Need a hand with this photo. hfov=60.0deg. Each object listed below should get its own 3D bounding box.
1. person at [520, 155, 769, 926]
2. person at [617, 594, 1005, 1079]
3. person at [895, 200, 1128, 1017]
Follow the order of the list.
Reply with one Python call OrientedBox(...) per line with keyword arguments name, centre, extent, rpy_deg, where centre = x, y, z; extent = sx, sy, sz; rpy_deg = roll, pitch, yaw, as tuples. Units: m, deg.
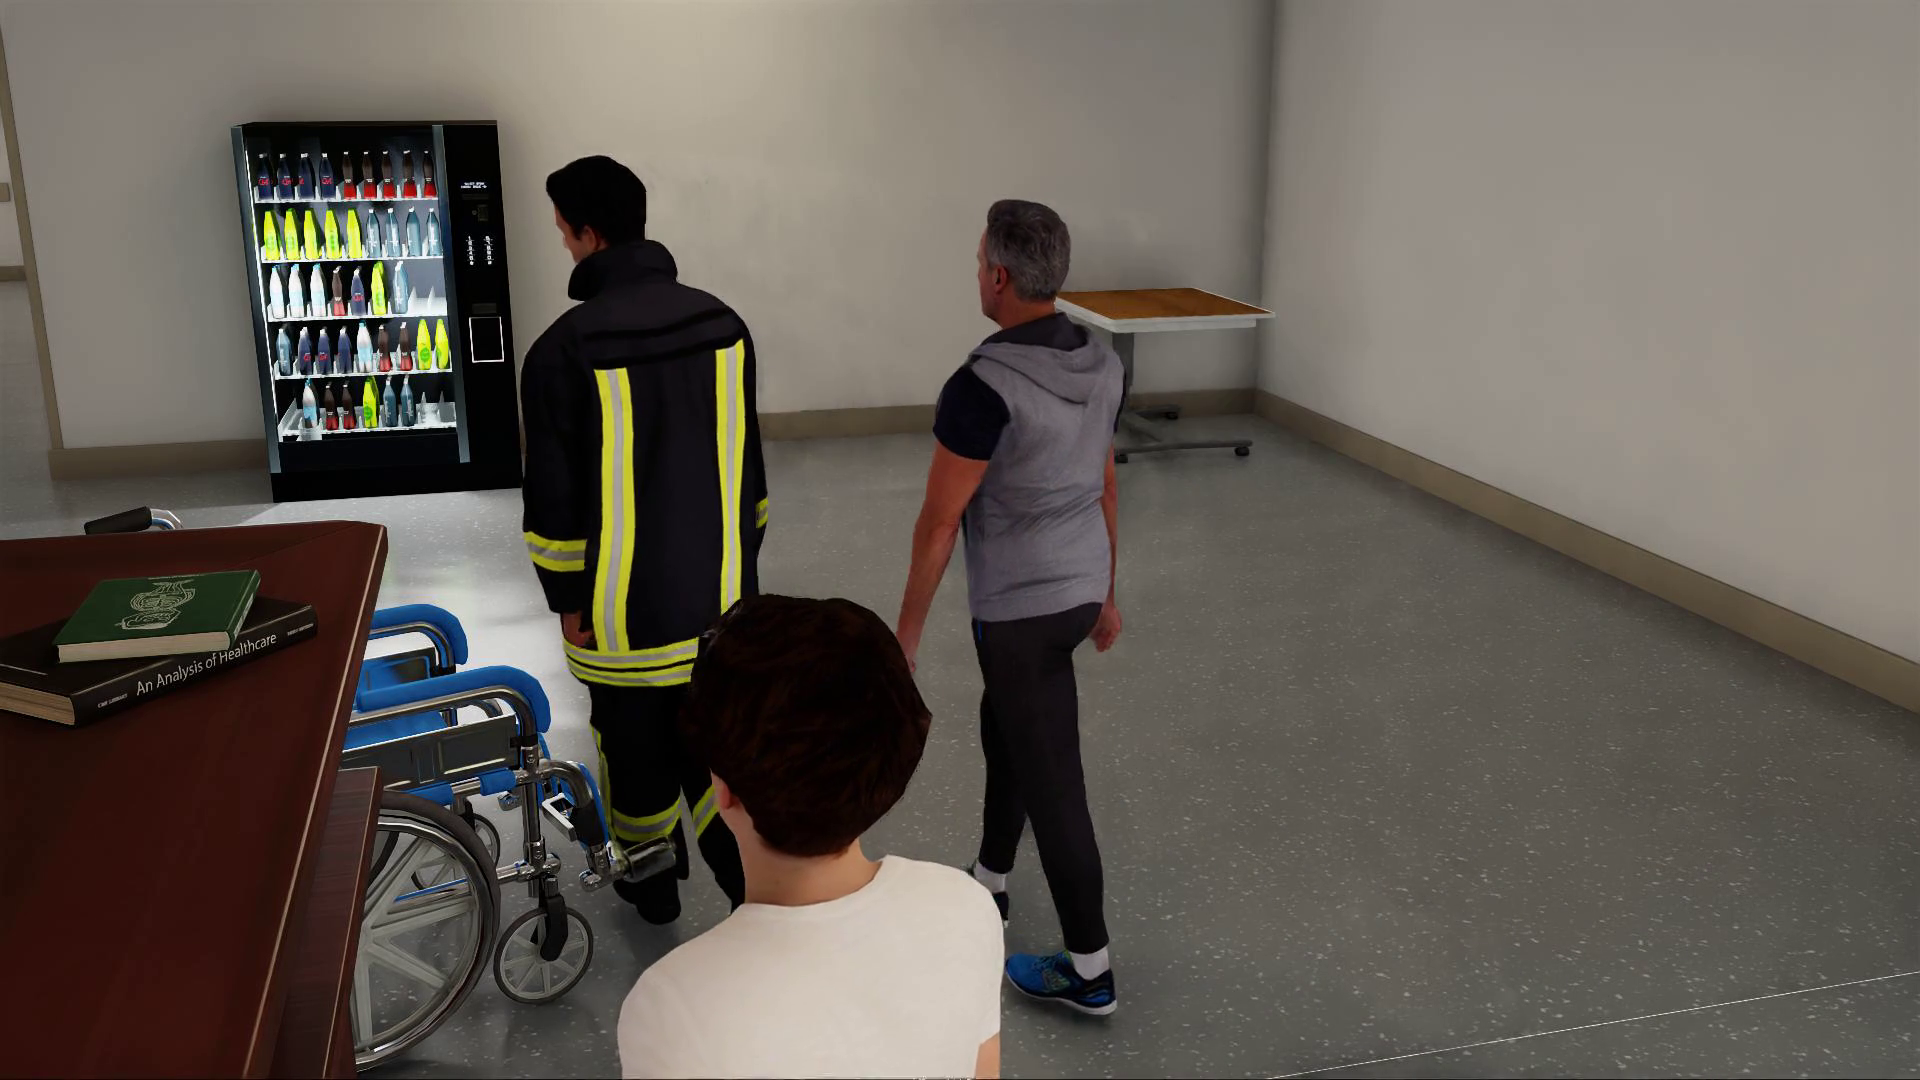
OrientedBox(name="person", centre=(-0.657, 0.103, 3.825), extent=(1.132, 1.886, 1.026), rpy_deg=(-9, 18, -29))
OrientedBox(name="person", centre=(-0.119, 0.845, 1.619), extent=(0.578, 1.654, 0.707), rpy_deg=(-11, 19, -35))
OrientedBox(name="person", centre=(0.247, 0.195, 3.661), extent=(1.058, 1.796, 1.017), rpy_deg=(11, 19, 33))
